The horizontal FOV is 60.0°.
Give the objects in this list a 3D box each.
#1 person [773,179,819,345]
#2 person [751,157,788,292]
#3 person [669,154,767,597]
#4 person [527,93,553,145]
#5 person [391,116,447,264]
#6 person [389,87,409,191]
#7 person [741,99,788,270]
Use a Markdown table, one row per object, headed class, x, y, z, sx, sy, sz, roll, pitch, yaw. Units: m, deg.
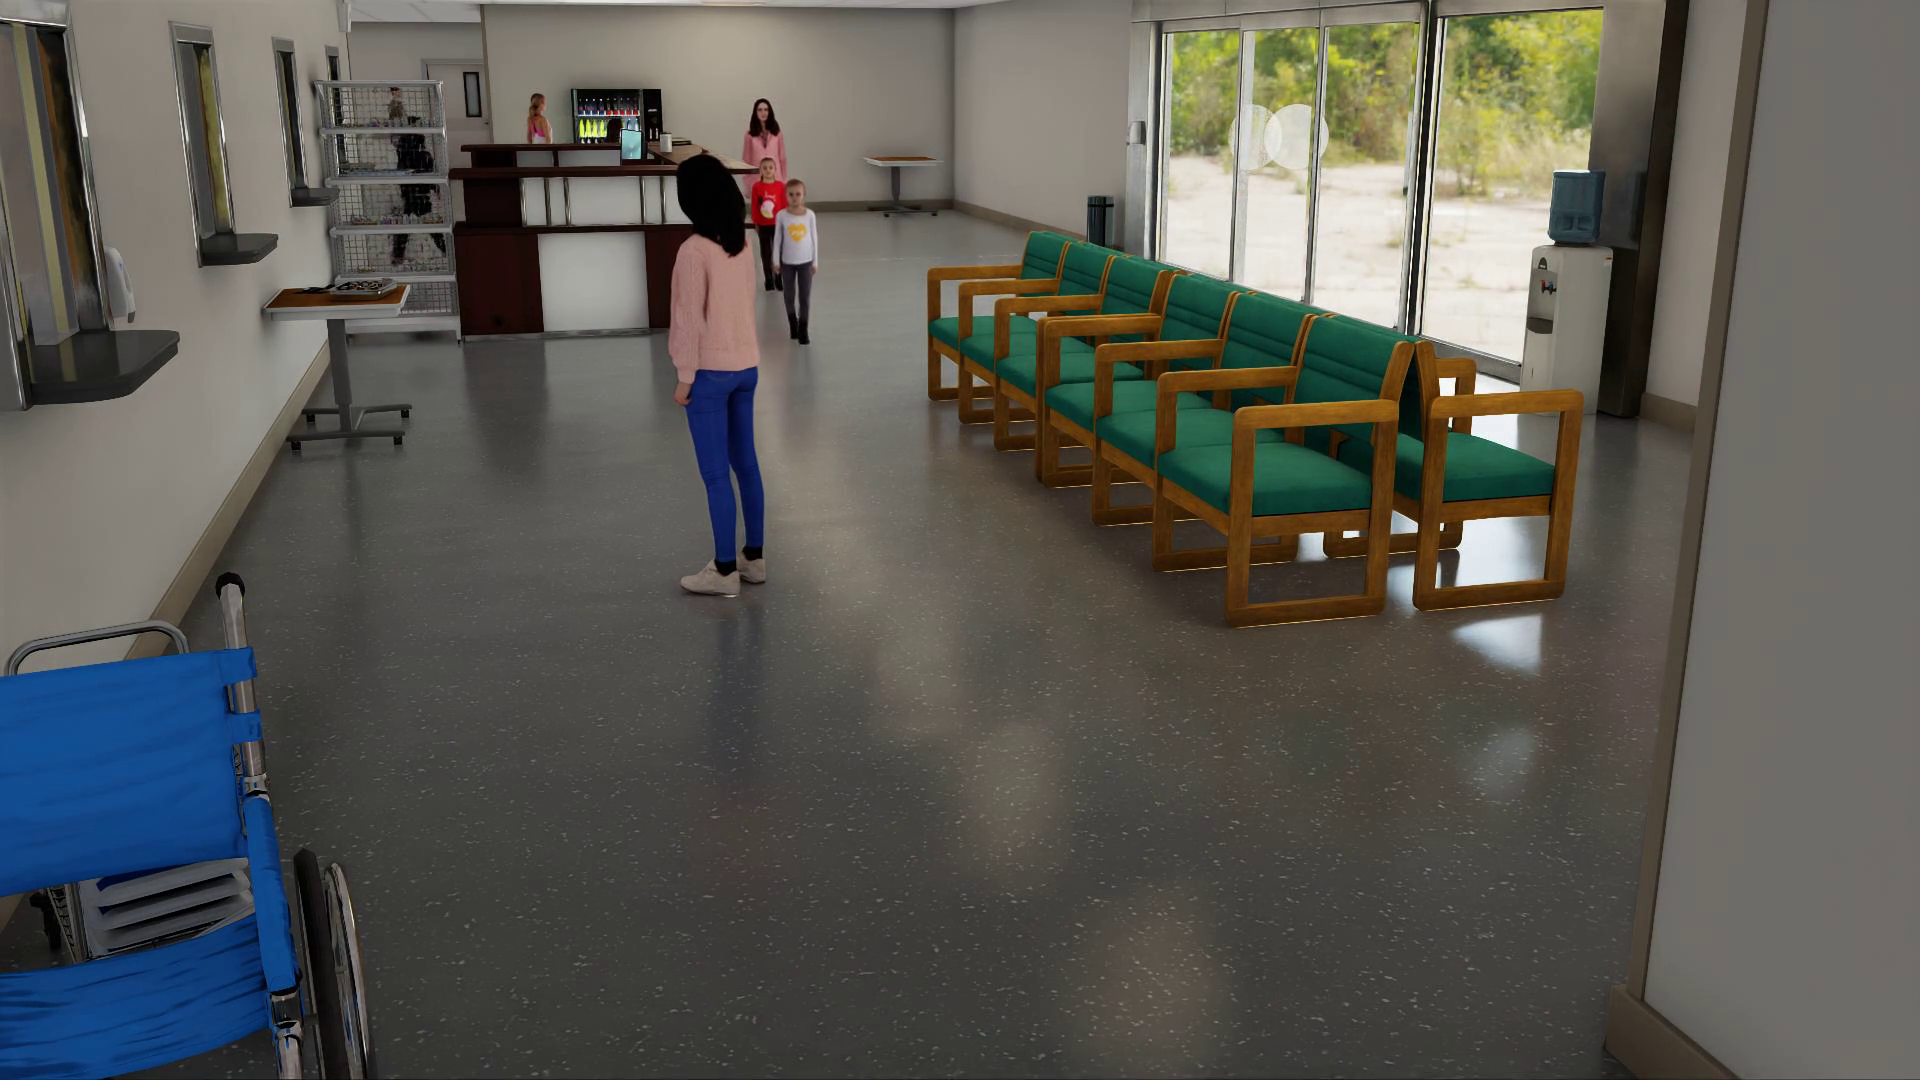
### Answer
| class | x | y | z | sx | sy | sz | roll | pitch | yaw |
| --- | --- | --- | --- | --- | --- | --- | --- | --- | --- |
| person | -1.284 | -2.179 | 13.040 | 0.870 | 1.263 | 0.647 | -2 | 16 | -6 |
| person | -1.851 | -3.050 | 16.118 | 0.568 | 1.268 | 0.570 | -3 | 16 | -11 |
| person | -0.963 | -0.658 | 6.713 | 0.770 | 1.769 | 0.710 | 9 | 18 | 29 |
| person | -5.727 | -5.173 | 22.693 | 0.693 | 1.786 | 0.711 | 13 | 20 | 38 |
| person | -6.001 | -3.770 | 18.131 | 1.194 | 1.563 | 0.920 | -11 | 19 | -34 |
| person | -10.136 | -7.230 | 29.860 | 0.754 | 1.857 | 0.799 | 1 | 16 | 3 |
| person | -2.080 | -3.796 | 17.808 | 0.572 | 1.787 | 0.732 | -2 | 16 | -8 |
